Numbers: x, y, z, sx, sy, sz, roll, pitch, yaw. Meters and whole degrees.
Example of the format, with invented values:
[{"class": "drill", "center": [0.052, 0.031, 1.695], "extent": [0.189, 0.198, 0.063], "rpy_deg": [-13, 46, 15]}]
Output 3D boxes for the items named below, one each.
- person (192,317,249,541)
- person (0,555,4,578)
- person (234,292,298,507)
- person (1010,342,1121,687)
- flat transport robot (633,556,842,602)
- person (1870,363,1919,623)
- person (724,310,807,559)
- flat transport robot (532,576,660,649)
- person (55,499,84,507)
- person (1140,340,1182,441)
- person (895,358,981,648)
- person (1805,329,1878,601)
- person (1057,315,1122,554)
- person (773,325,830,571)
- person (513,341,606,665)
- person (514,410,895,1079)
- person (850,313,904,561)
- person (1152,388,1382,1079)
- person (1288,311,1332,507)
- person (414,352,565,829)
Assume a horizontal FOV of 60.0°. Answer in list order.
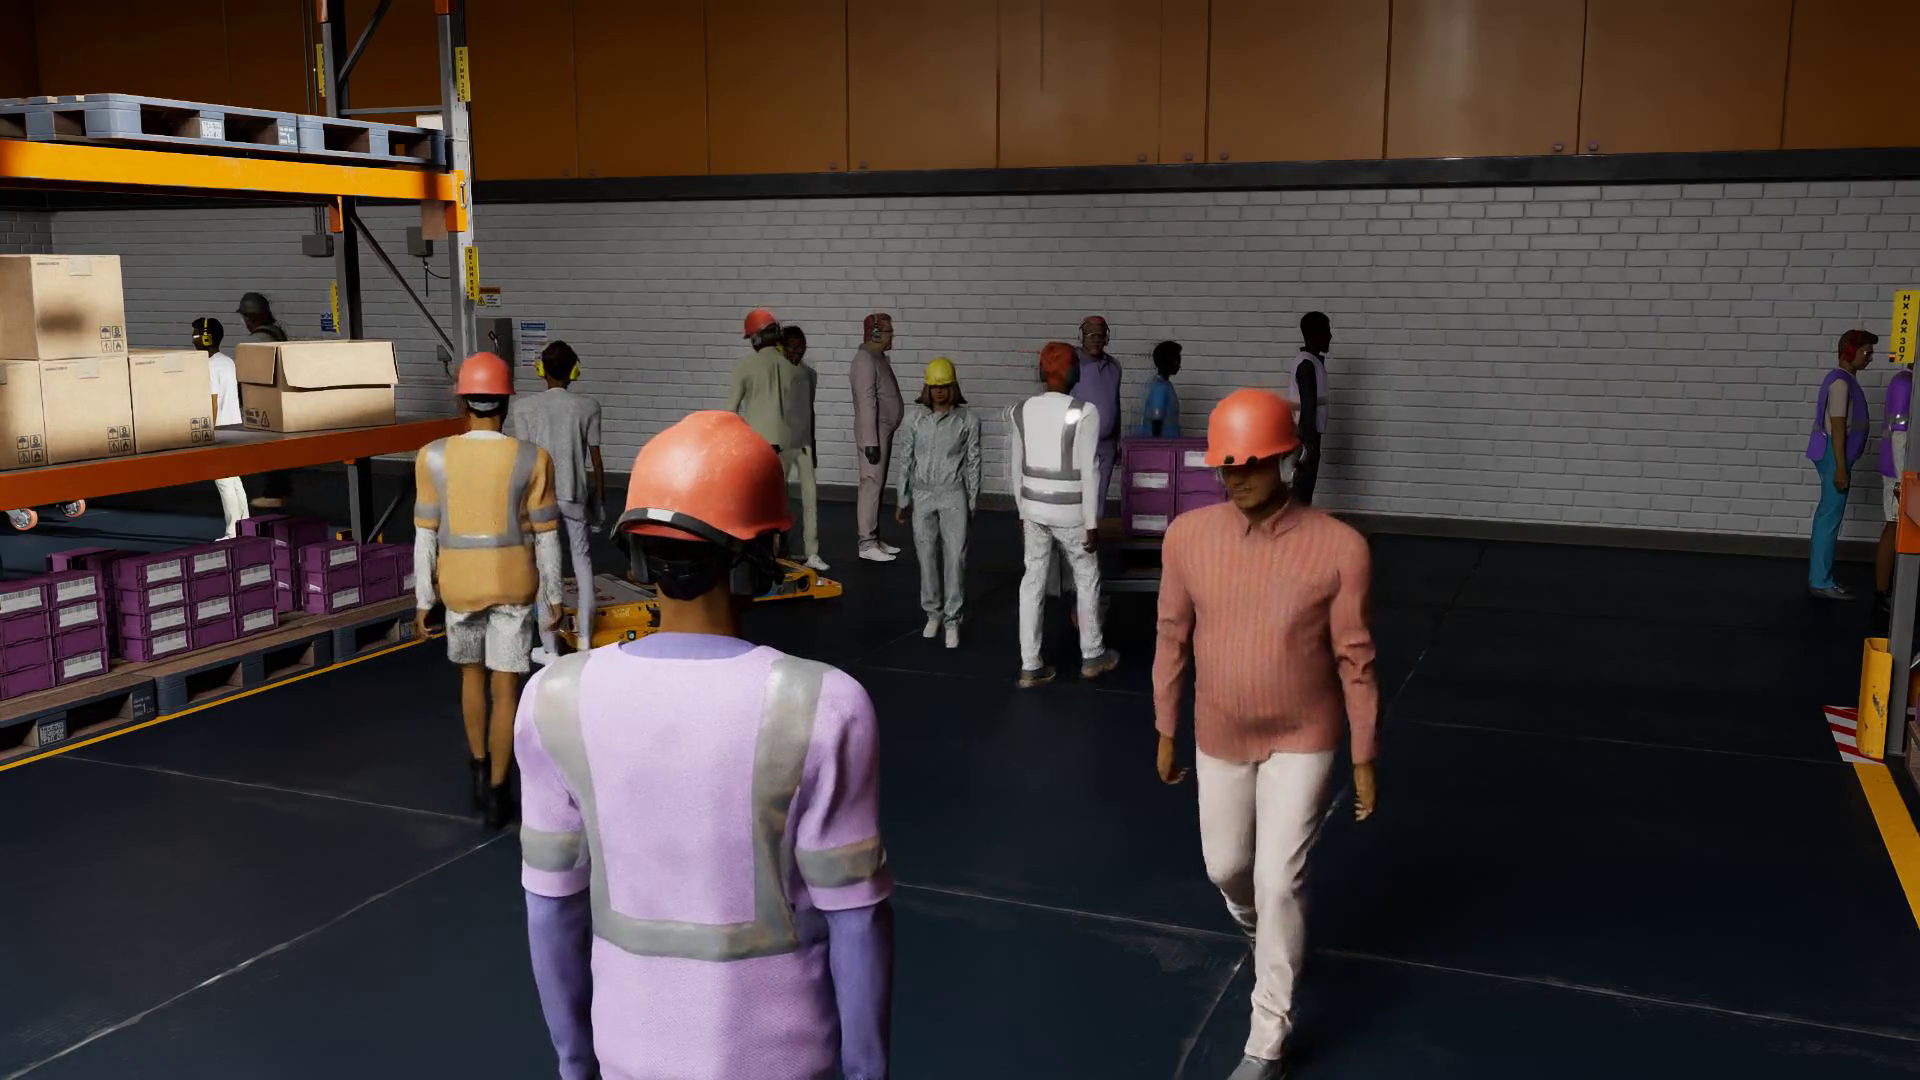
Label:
[{"class": "person", "center": [-5.945, -0.852, 13.365], "extent": [0.323, 1.862, 0.510], "rpy_deg": [-1, 9, -8]}, {"class": "person", "center": [-6.440, -0.372, 10.727], "extent": [0.533, 1.767, 0.327], "rpy_deg": [8, 13, 41]}, {"class": "person", "center": [-6.555, -1.315, 15.610], "extent": [0.535, 2.000, 0.709], "rpy_deg": [0, 9, 0]}, {"class": "person", "center": [0.600, -0.149, 9.095], "extent": [0.613, 1.857, 0.785], "rpy_deg": [7, 12, 36]}, {"class": "flat transport robot", "center": [-1.577, 0.298, 11.189], "extent": [1.431, 0.197, 0.652], "rpy_deg": [-6, 11, -31]}, {"class": "person", "center": [6.095, -0.447, 10.666], "extent": [0.358, 1.938, 0.542], "rpy_deg": [7, 12, 36]}, {"class": "person", "center": [-1.480, -0.764, 12.597], "extent": [0.603, 1.923, 0.986], "rpy_deg": [-6, 11, -33]}, {"class": "flat transport robot", "center": [-2.316, 0.423, 10.428], "extent": [0.652, 0.197, 1.431], "rpy_deg": [-6, 11, -31]}, {"class": "person", "center": [-8.686, -1.074, 15.523], "extent": [0.880, 1.583, 0.518], "rpy_deg": [-4, 10, -21]}, {"class": "person", "center": [1.638, -0.746, 13.239], "extent": [0.416, 1.681, 0.543], "rpy_deg": [1, 9, 5]}, {"class": "person", "center": [-0.133, -0.217, 9.950], "extent": [0.499, 1.718, 0.744], "rpy_deg": [1, 9, 6]}, {"class": "person", "center": [6.009, -0.520, 11.404], "extent": [0.390, 1.838, 0.562], "rpy_deg": [5, 10, 26]}, {"class": "person", "center": [0.976, -0.711, 12.369], "extent": [0.640, 1.904, 0.401], "rpy_deg": [-7, 11, -35]}, {"class": "person", "center": [-1.316, -0.714, 12.625], "extent": [0.528, 1.833, 0.916], "rpy_deg": [-7, 12, -36]}, {"class": "person", "center": [-2.294, -0.209, 9.545], "extent": [0.508, 1.834, 0.522], "rpy_deg": [-3, 10, -15]}, {"class": "person", "center": [-0.390, 0.814, 2.698], "extent": [0.605, 2.045, 0.380], "rpy_deg": [2, 10, 13]}, {"class": "person", "center": [-0.632, -0.797, 12.879], "extent": [0.407, 1.905, 0.655], "rpy_deg": [1, 9, 4]}, {"class": "person", "center": [0.886, 0.523, 4.759], "extent": [0.661, 1.955, 0.858], "rpy_deg": [5, 11, 27]}, {"class": "person", "center": [2.695, -0.805, 12.880], "extent": [0.391, 1.922, 0.593], "rpy_deg": [2, 10, 11]}, {"class": "person", "center": [-1.917, 0.189, 6.860], "extent": [0.581, 1.915, 0.684], "rpy_deg": [-1, 9, -5]}]
